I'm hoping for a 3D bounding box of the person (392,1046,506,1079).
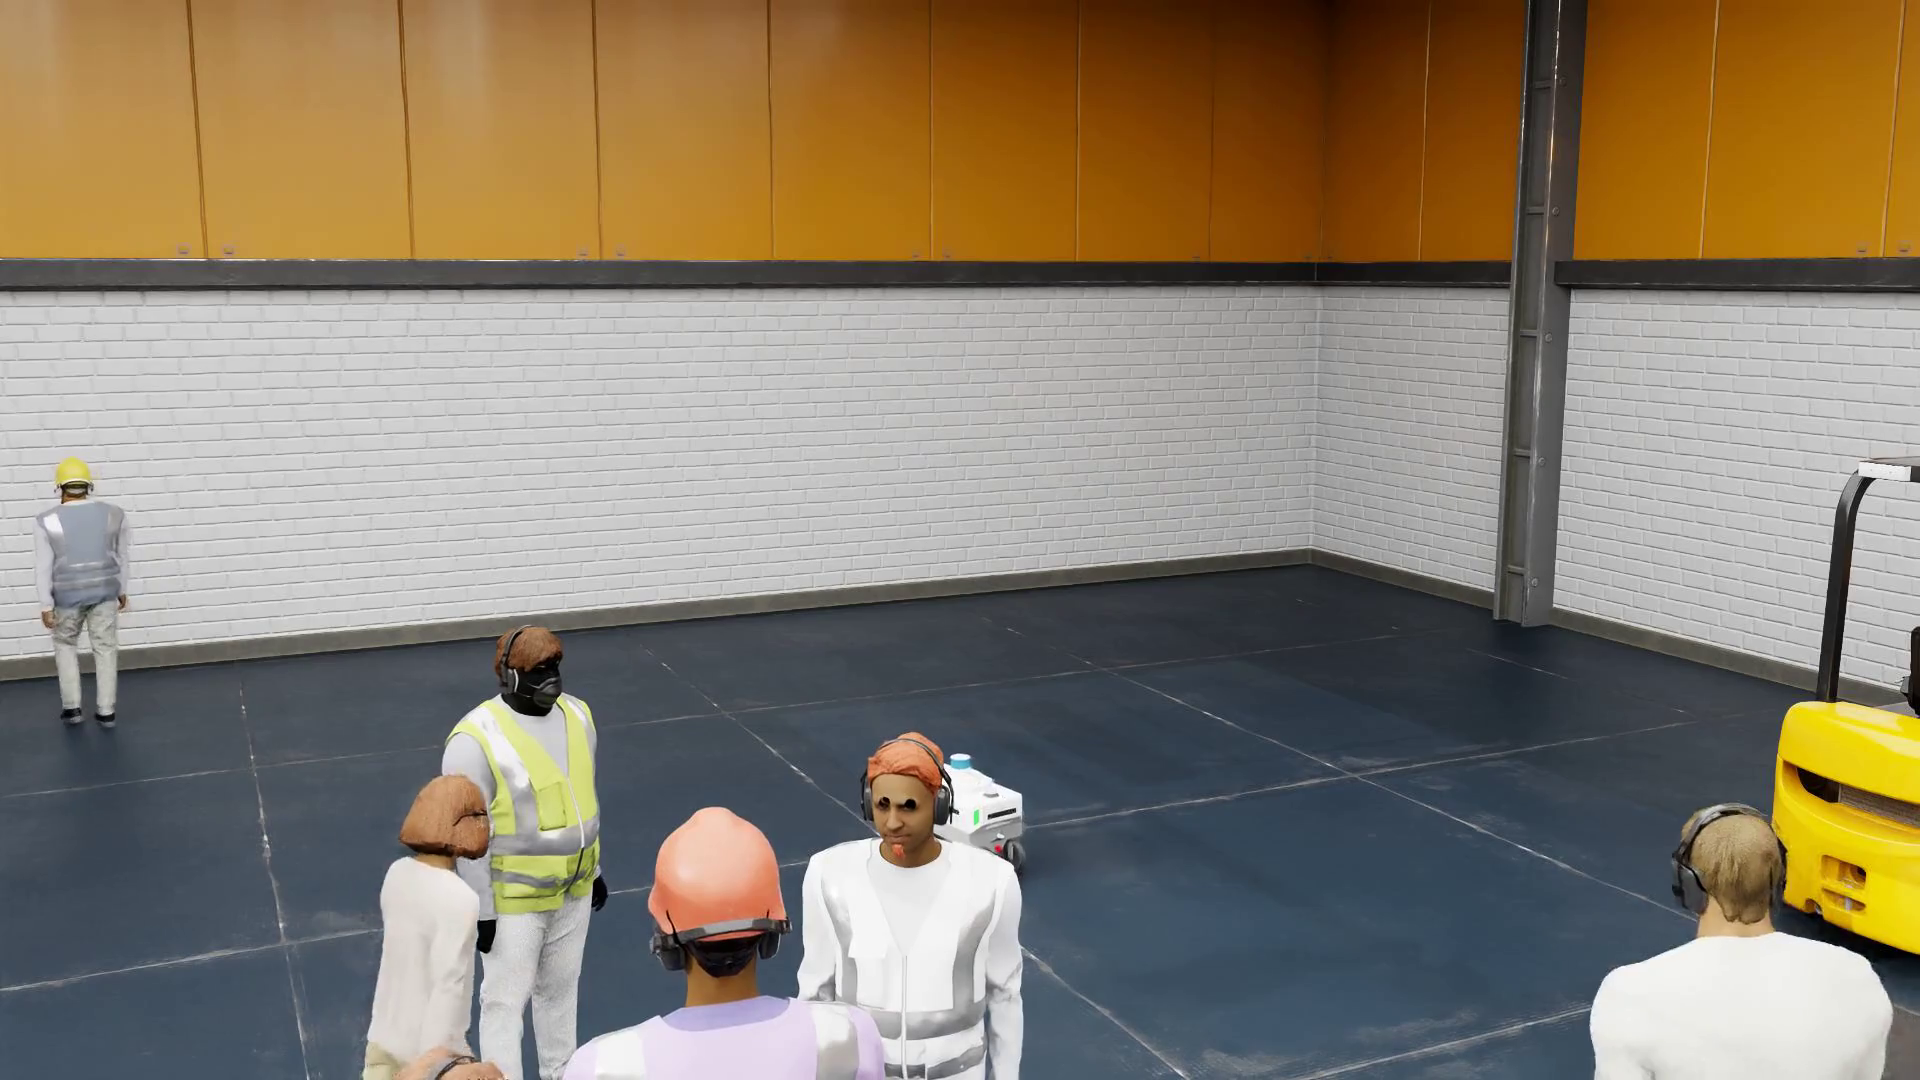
[{"bbox_3d":[-1.033,1.734,3.118,0.586,1.610,0.487,-4,10,-22],"label":"person"}]

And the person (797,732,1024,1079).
[{"bbox_3d":[-0.130,1.413,4.291,0.584,1.881,0.337,1,9,5],"label":"person"}]

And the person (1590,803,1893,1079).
[{"bbox_3d":[1.647,1.515,3.542,0.641,1.923,0.571,0,9,0],"label":"person"}]

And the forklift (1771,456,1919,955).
[{"bbox_3d":[4.857,0.731,7.561,2.313,2.155,1.214,-4,10,-25],"label":"forklift"}]

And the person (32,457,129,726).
[{"bbox_3d":[-5.866,0.347,11.116,0.602,1.822,0.515,-8,12,-39],"label":"person"}]

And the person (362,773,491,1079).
[{"bbox_3d":[-1.598,1.477,4.879,0.503,1.560,0.928,7,12,38],"label":"person"}]

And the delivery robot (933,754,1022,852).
[{"bbox_3d":[0.002,1.344,8.537,0.477,0.478,0.707,-7,11,-36],"label":"delivery robot"}]

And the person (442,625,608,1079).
[{"bbox_3d":[-1.452,1.199,5.746,0.429,1.844,0.623,5,11,30],"label":"person"}]

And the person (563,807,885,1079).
[{"bbox_3d":[-0.442,1.508,3.195,0.607,2.048,0.370,-3,10,-20],"label":"person"}]
